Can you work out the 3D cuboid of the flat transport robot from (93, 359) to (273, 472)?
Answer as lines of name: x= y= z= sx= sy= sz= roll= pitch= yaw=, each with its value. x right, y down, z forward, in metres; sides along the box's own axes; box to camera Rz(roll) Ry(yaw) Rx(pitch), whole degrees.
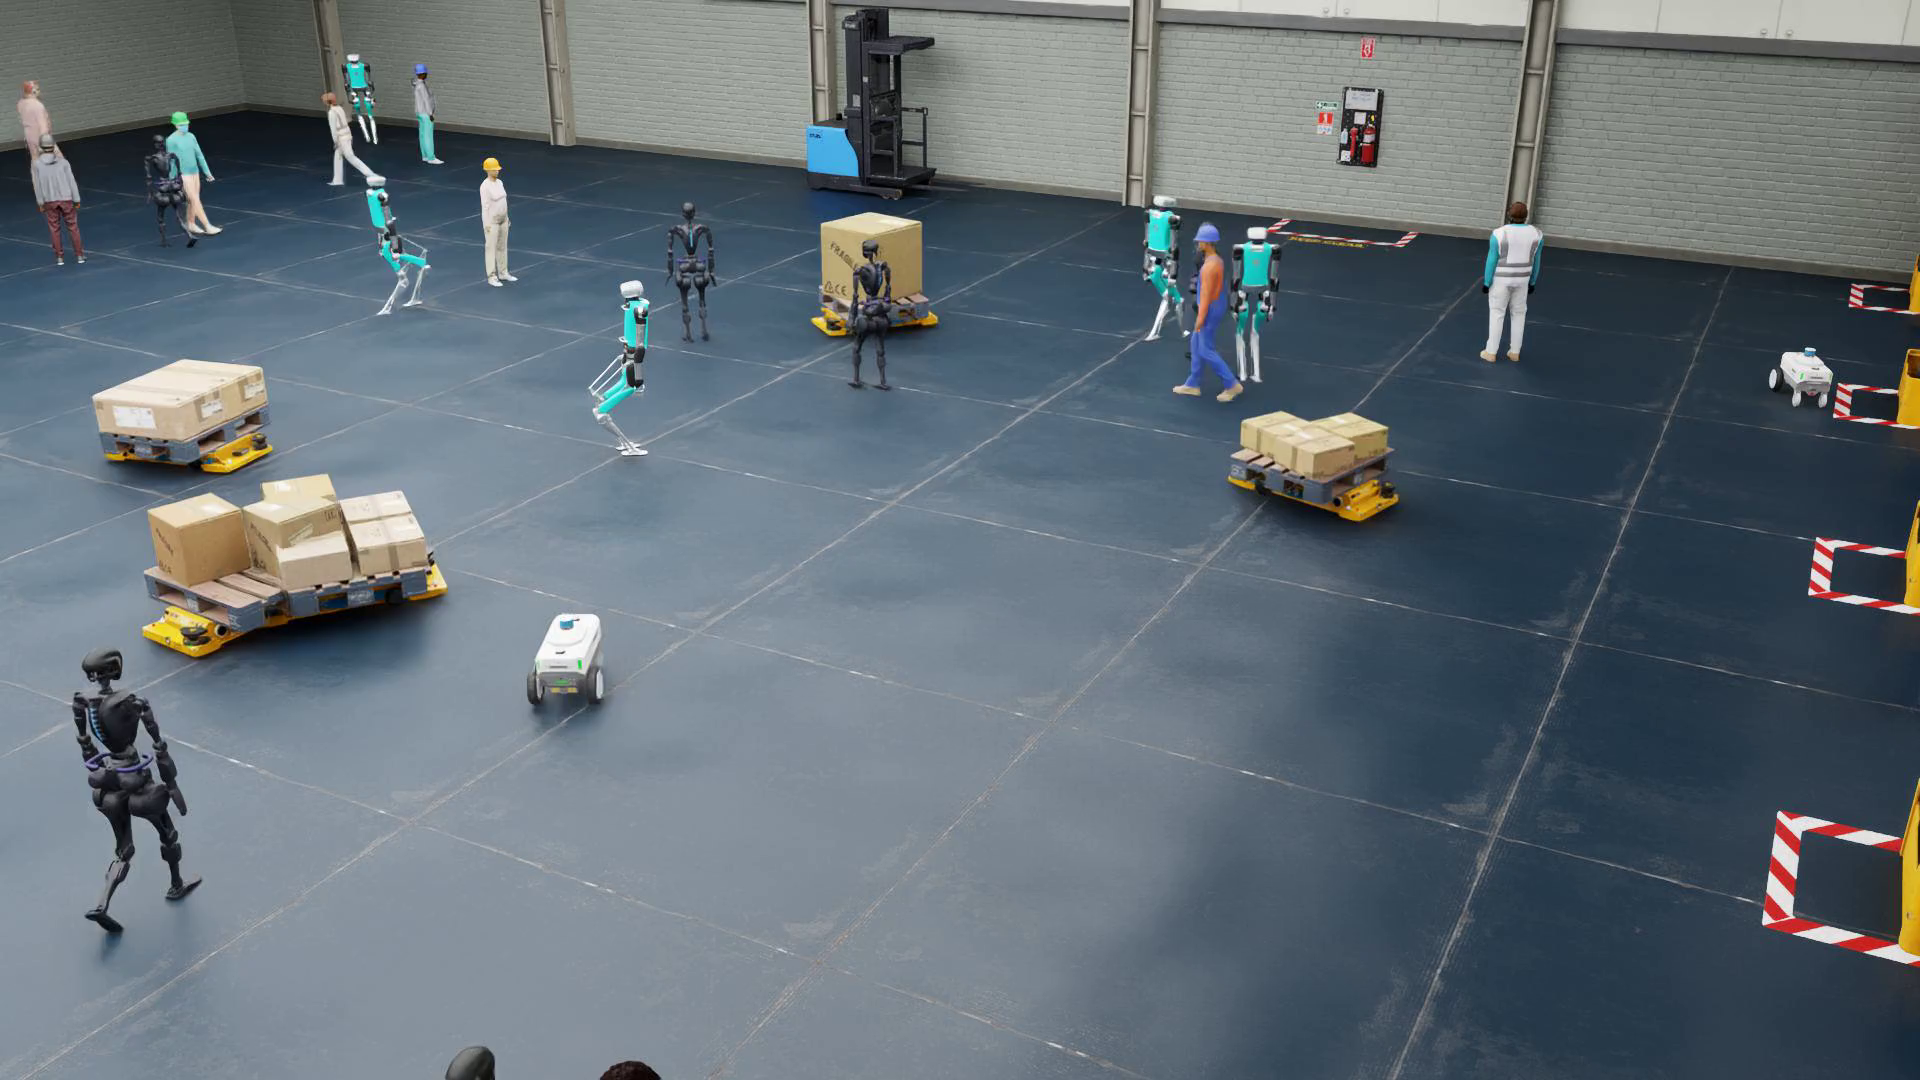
flat transport robot: x=-7.545 y=-0.912 z=16.287 sx=1.431 sy=0.231 sz=0.659 roll=7 pitch=24 yaw=15

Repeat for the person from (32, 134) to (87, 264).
person: x=-12.668 y=-4.783 z=23.354 sx=0.552 sy=1.805 sz=0.380 roll=-11 pitch=25 yaw=-23

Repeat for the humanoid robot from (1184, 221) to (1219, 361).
humanoid robot: x=2.774 y=-2.822 z=18.949 sx=0.310 sy=1.650 sz=0.606 roll=5 pitch=24 yaw=11

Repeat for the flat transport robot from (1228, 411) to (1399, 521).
flat transport robot: x=3.250 y=-0.516 z=15.364 sx=1.431 sy=0.231 sz=0.659 roll=21 pitch=31 yaw=40

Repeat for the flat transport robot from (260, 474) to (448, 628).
flat transport robot: x=-4.873 y=0.386 z=13.263 sx=1.431 sy=0.231 sz=0.659 roll=-11 pitch=26 yaw=-24

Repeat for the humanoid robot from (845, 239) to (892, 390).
humanoid robot: x=-0.982 y=-2.463 z=18.122 sx=0.505 sy=1.644 sz=0.598 roll=21 pitch=31 yaw=40

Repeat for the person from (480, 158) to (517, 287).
person: x=-6.213 y=-4.267 z=22.285 sx=0.327 sy=1.696 sz=0.483 roll=9 pitch=25 yaw=19

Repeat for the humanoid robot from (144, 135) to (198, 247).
humanoid robot: x=-11.550 y=-5.074 z=24.241 sx=0.722 sy=1.634 sz=0.591 roll=16 pitch=28 yaw=33

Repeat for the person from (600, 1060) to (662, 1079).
person: x=-1.164 y=2.643 z=5.923 sx=0.371 sy=1.916 sz=0.595 roll=-3 pitch=23 yaw=-7

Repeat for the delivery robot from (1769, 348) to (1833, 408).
delivery robot: x=9.112 y=-1.774 z=17.954 sx=0.499 sy=0.614 sz=0.791 roll=4 pitch=23 yaw=8

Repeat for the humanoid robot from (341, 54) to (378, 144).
humanoid robot: x=-11.564 y=-8.507 z=32.183 sx=0.542 sy=1.815 sz=0.830 roll=-5 pitch=24 yaw=-12

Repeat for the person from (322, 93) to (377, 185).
person: x=-10.486 y=-6.851 z=28.446 sx=0.830 sy=1.587 sz=0.521 roll=-2 pitch=23 yaw=-5

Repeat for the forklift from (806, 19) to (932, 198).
forklift: x=-1.573 y=-7.292 z=27.850 sx=1.873 sy=2.768 sz=1.129 roll=12 pitch=26 yaw=25

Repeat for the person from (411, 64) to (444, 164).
person: x=-9.757 y=-7.769 z=30.341 sx=0.359 sy=1.778 sz=0.526 roll=-15 pitch=28 yaw=-31

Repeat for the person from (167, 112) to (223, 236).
person: x=-11.476 y=-5.479 z=24.932 sx=0.792 sy=1.834 sz=0.559 roll=9 pitch=25 yaw=19

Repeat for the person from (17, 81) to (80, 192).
person: x=-15.169 y=-6.669 z=27.637 sx=0.679 sy=1.881 sz=0.755 roll=14 pitch=27 yaw=29

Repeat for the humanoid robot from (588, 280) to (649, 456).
humanoid robot: x=-3.296 y=-1.620 z=15.904 sx=0.735 sy=1.677 sz=0.533 roll=-8 pitch=25 yaw=-19

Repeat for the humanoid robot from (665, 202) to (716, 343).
humanoid robot: x=-3.215 y=-3.194 z=19.806 sx=0.601 sy=1.652 sz=0.320 roll=-6 pitch=24 yaw=-15

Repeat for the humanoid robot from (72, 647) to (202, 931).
humanoid robot: x=-4.646 y=1.377 z=9.224 sx=0.589 sy=1.647 sz=0.687 roll=5 pitch=24 yaw=12

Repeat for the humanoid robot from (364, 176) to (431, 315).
humanoid robot: x=-7.051 y=-3.710 z=20.968 sx=0.837 sy=1.801 sz=0.545 roll=-18 pitch=29 yaw=-36

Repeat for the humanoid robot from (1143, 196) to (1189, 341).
humanoid robot: x=2.573 y=-3.211 z=19.888 sx=0.779 sy=1.869 sz=0.542 roll=-18 pitch=29 yaw=-36

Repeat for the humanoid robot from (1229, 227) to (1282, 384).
humanoid robot: x=3.226 y=-2.631 z=18.398 sx=0.532 sy=1.764 sz=0.679 roll=2 pitch=23 yaw=4

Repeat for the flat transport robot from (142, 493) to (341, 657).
flat transport robot: x=-5.543 y=0.499 z=13.002 sx=0.659 sy=0.231 sz=1.431 roll=14 pitch=27 yaw=30

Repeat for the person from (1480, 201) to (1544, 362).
person: x=6.293 y=-2.956 z=19.056 sx=0.633 sy=1.839 sz=0.429 roll=-2 pitch=23 yaw=-4

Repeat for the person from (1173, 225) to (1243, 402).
person: x=2.710 y=-2.406 z=17.749 sx=0.752 sy=1.874 sz=0.541 roll=6 pitch=24 yaw=13

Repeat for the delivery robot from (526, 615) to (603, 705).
delivery robot: x=-2.788 y=0.833 z=11.867 sx=0.499 sy=0.598 sz=0.789 roll=0 pitch=23 yaw=-1

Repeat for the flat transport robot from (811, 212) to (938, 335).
flat transport robot: x=-1.053 y=-2.757 z=20.581 sx=1.431 sy=0.231 sz=0.659 roll=-10 pitch=25 yaw=-22

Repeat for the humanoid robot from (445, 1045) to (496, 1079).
humanoid robot: x=-1.731 y=2.623 z=6.308 sx=0.593 sy=1.642 sz=0.611 roll=3 pitch=23 yaw=8
